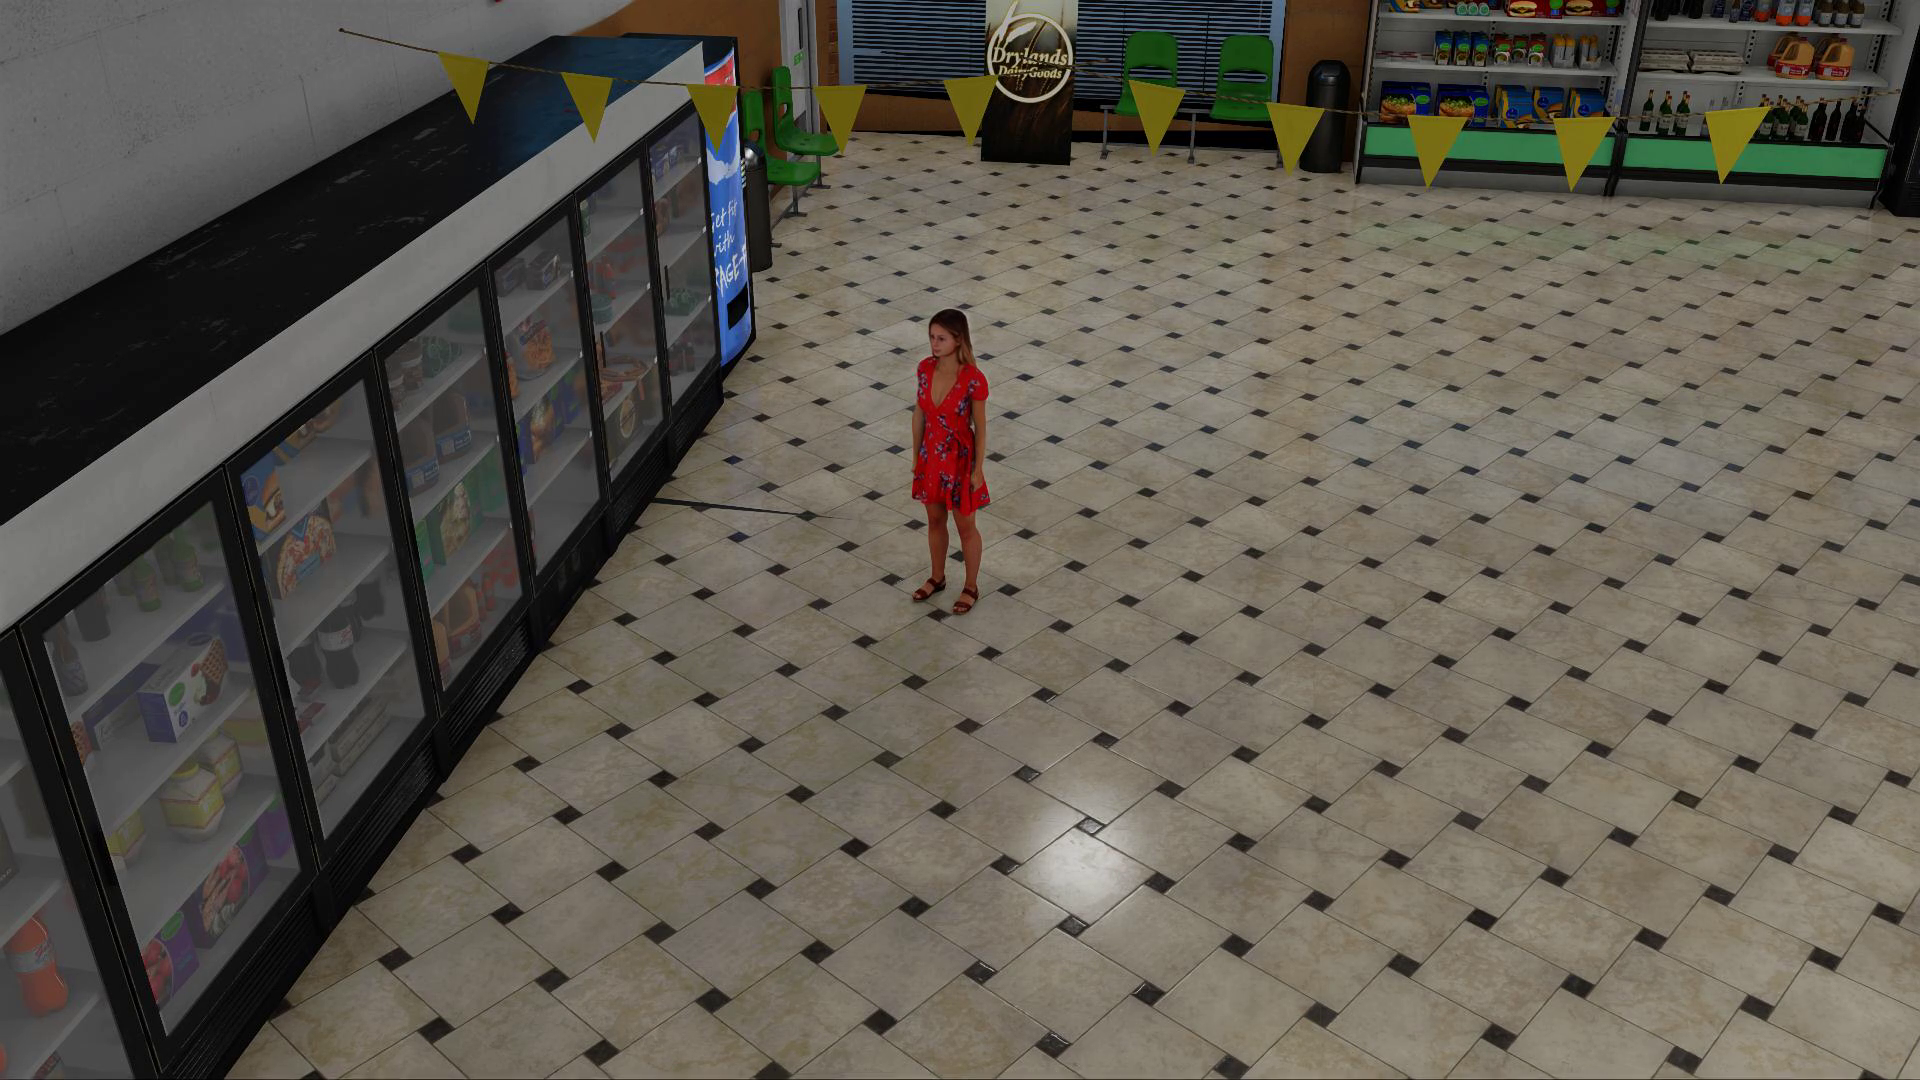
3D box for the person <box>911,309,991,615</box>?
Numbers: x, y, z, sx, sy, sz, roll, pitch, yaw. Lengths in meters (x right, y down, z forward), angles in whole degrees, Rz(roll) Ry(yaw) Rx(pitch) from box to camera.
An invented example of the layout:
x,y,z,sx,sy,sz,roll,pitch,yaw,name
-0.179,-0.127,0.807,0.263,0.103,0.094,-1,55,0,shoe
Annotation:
x,y,z,sx,sy,sz,roll,pitch,yaw,name
-0.040,-0.388,8.218,0.600,1.592,0.711,17,33,29,person
